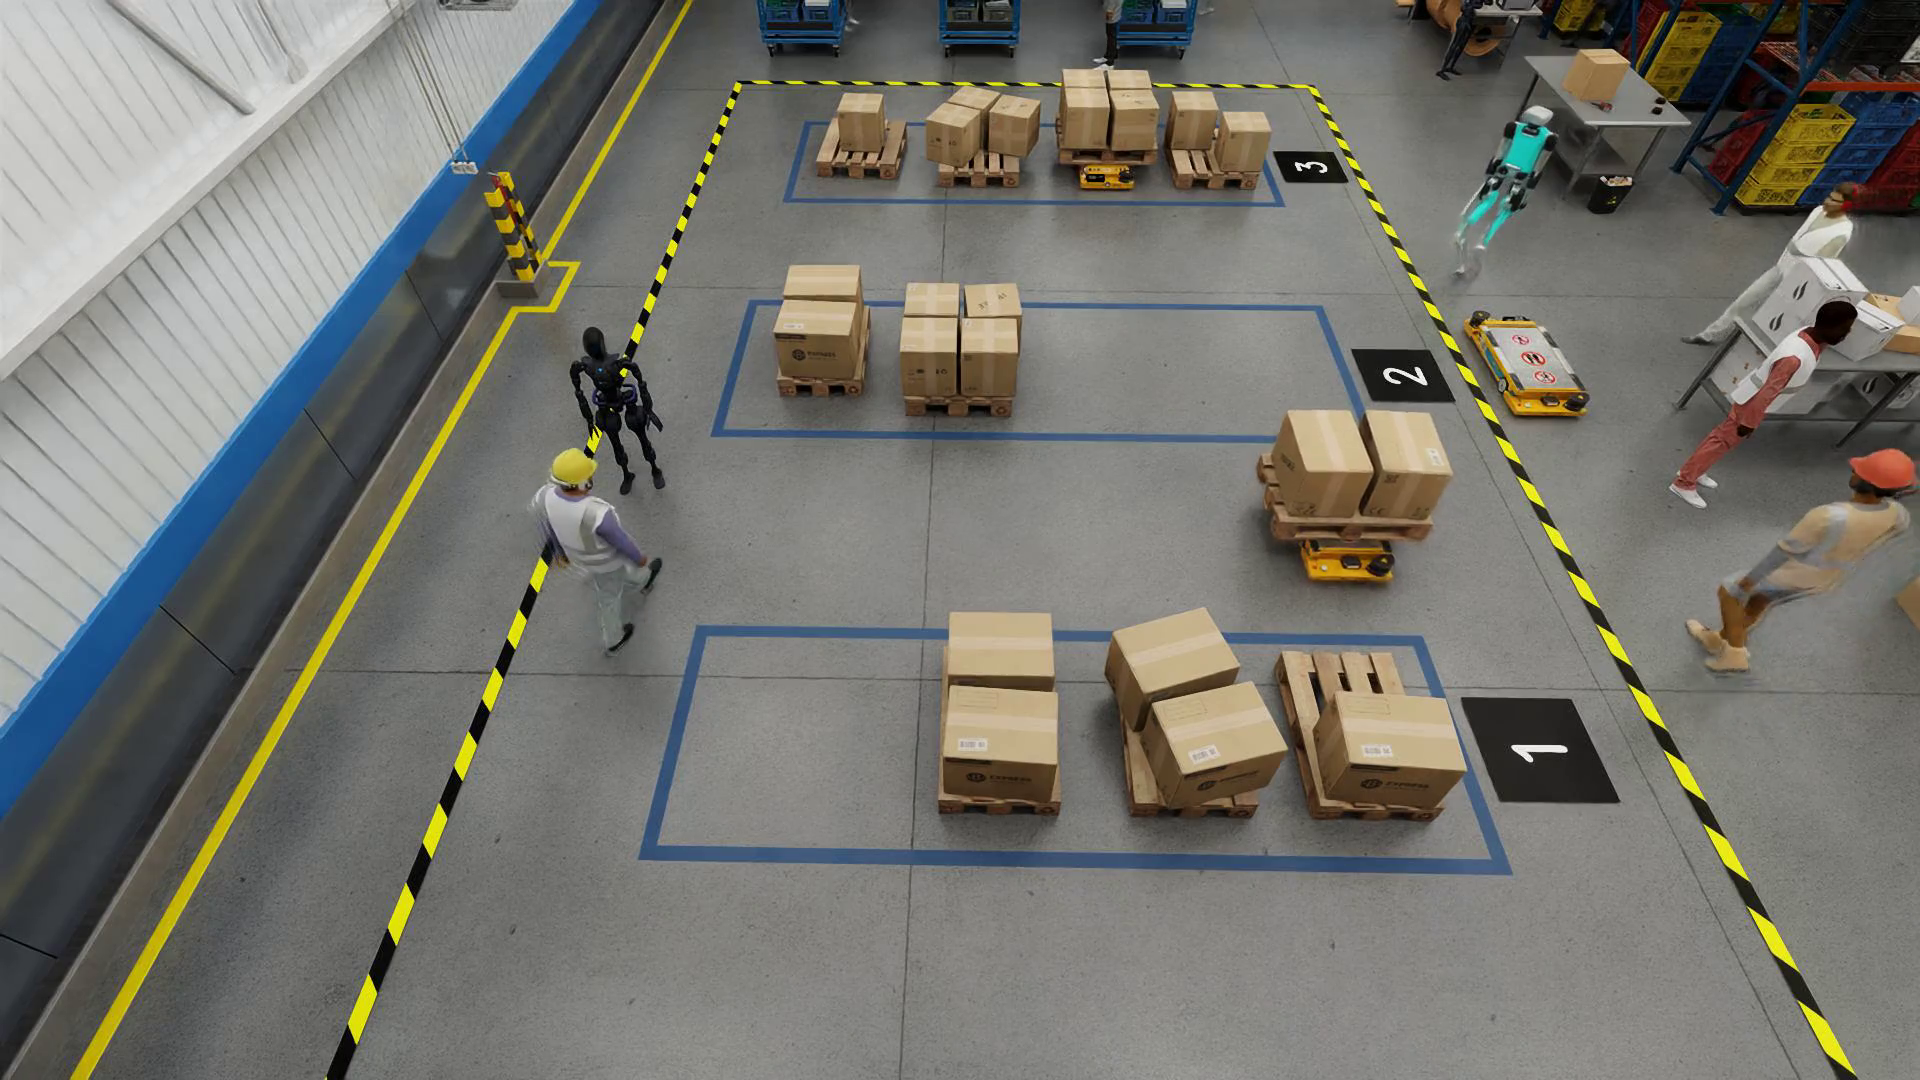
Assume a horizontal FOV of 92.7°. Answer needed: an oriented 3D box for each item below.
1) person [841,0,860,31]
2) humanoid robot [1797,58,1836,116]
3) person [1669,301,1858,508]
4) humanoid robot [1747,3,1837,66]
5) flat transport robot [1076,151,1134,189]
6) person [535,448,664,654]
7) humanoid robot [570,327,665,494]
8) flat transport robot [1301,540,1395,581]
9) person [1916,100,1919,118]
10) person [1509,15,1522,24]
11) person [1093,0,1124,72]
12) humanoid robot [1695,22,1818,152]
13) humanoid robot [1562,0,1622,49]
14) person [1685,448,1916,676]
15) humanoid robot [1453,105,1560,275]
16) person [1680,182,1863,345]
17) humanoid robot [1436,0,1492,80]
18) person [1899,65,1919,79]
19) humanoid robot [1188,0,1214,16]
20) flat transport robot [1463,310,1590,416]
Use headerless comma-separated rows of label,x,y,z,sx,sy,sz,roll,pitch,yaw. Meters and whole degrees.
person,-1.771,-8.933,14.299,0.357,1.730,0.487,21,52,17
humanoid robot,11.121,-5.974,11.779,0.594,1.641,0.595,33,57,25
person,6.432,-1.098,7.392,0.393,1.922,0.590,36,58,27
humanoid robot,11.981,-7.538,13.120,1.014,1.770,0.541,-2,49,-2
flat transport robot,1.845,-4.982,11.827,0.652,0.197,1.431,1,49,1
person,-2.486,0.003,6.526,0.606,1.784,0.903,22,53,18
humanoid robot,-2.773,-1.040,7.493,0.599,1.655,0.315,-8,50,-7
flat transport robot,3.139,-0.271,7.749,0.652,0.197,1.431,1,49,1
person,13.429,-6.282,11.943,0.534,1.818,0.972,-18,51,-15
person,9.010,-9.135,14.378,0.521,1.876,0.325,-4,49,-3
person,2.183,-7.763,13.205,0.365,1.852,0.589,5,49,4
humanoid robot,10.154,-5.675,11.544,0.791,1.618,0.602,20,52,16
humanoid robot,9.832,-8.199,13.743,0.774,1.650,0.588,3,49,2
person,5.653,0.219,6.185,0.608,2.025,0.545,-1,49,-1
humanoid robot,5.594,-3.546,9.641,0.795,1.790,0.553,-32,56,-25
person,7.936,-2.511,8.715,0.955,1.819,0.578,6,49,5
humanoid robot,7.336,-7.495,13.079,0.599,1.657,0.315,-27,54,-21
person,14.121,-7.653,12.987,0.608,2.040,0.391,-13,50,-11
humanoid robot,3.851,-9.186,14.547,1.043,1.768,0.549,-7,49,-6
flat transport robot,5.573,-1.757,9.054,0.659,0.231,1.431,1,49,1
